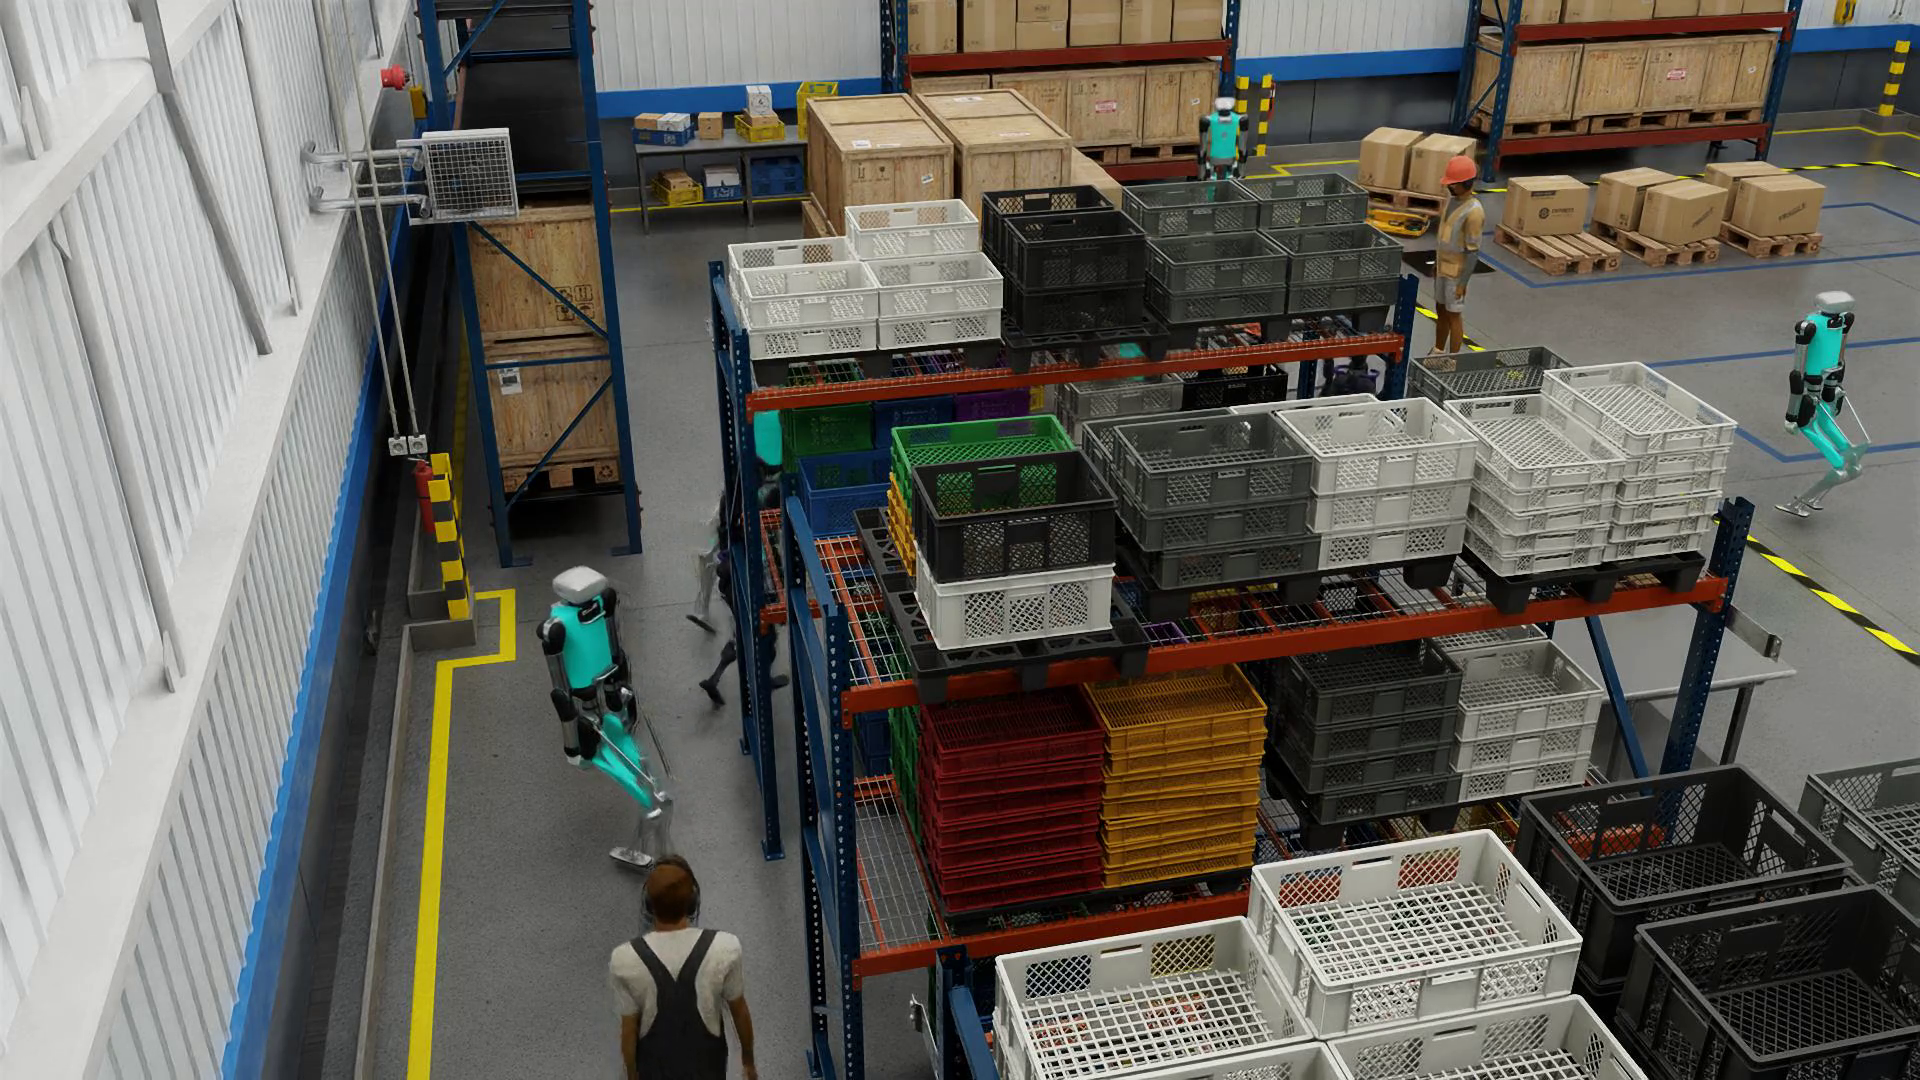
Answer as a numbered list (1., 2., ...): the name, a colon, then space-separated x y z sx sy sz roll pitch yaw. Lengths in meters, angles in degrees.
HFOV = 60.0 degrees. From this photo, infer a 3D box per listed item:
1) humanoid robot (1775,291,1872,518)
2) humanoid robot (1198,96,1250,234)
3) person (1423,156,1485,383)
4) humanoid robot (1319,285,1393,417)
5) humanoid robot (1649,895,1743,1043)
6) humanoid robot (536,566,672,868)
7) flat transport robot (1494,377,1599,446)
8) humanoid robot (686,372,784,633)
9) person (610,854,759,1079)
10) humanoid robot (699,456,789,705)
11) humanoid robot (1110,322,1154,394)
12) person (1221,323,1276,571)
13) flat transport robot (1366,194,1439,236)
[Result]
1. humanoid robot: 6.371 -0.934 12.102 0.533 1.676 0.735 -14 31 -25
2. humanoid robot: 2.805 -3.948 18.069 0.552 1.865 0.871 1 28 2
3. person: 4.322 -2.383 14.678 0.395 2.033 0.604 -4 28 -7
4. humanoid robot: 3.069 -1.184 12.795 0.594 1.638 0.630 14 31 25
5. humanoid robot: 2.846 2.034 6.707 0.756 1.624 0.599 -13 30 -23
6. humanoid robot: -1.704 1.055 8.588 0.736 1.903 0.542 13 30 23
7. flat transport robot: 4.780 -1.036 14.013 0.659 0.231 1.431 -6 28 -12
8. humanoid robot: -1.497 -0.173 10.849 0.988 1.778 0.536 -23 35 -36
9. person: -1.054 2.093 6.445 0.523 1.801 0.785 -2 28 -5
10. humanoid robot: -1.326 0.260 10.048 0.606 1.638 0.588 25 37 38
11. humanoid robot: 1.483 -0.952 12.392 0.734 1.892 0.540 -18 33 -30
12. person: 2.027 -0.669 11.538 0.376 1.927 0.542 -22 35 -36
13. flat transport robot: 5.208 -3.844 19.309 0.652 0.197 1.431 14 31 25
